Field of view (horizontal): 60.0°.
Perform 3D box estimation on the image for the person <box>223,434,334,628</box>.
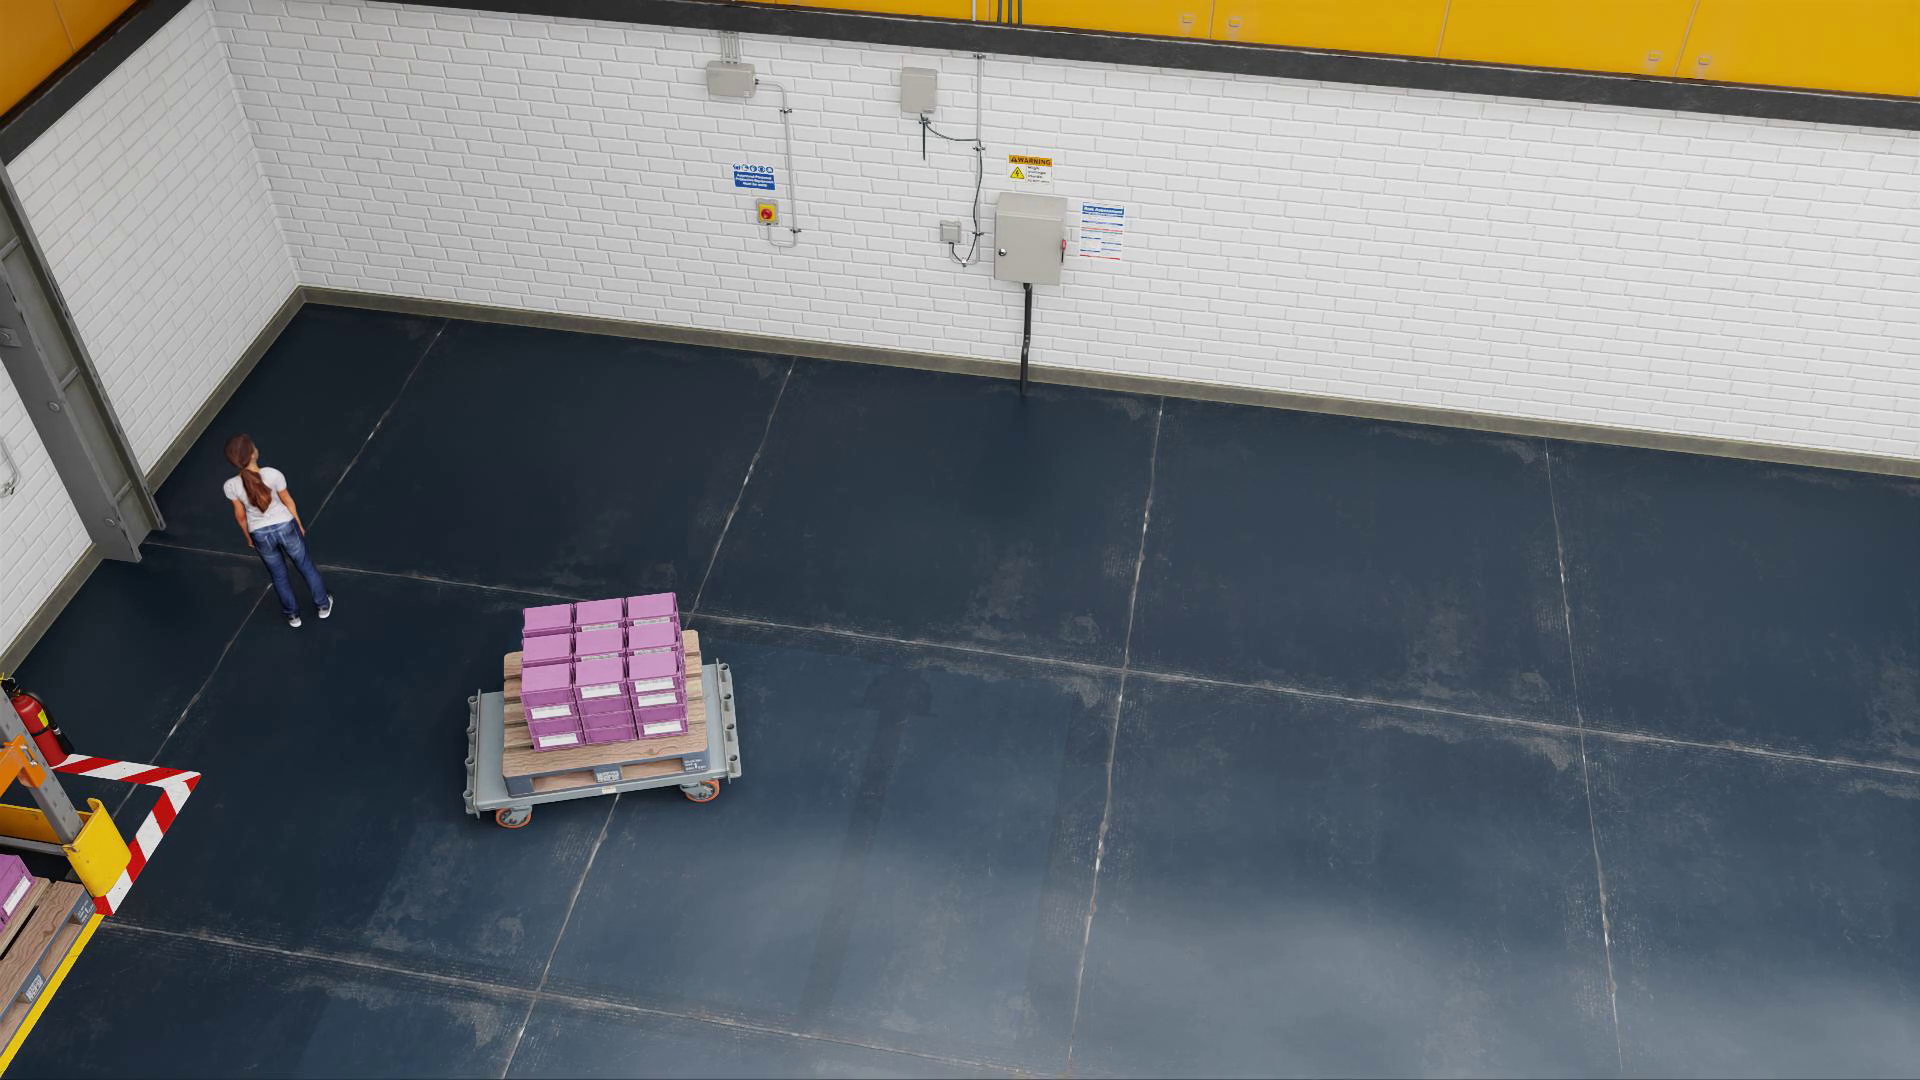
[{"bbox_3d":[-4.519,-0.068,10.958,0.630,1.562,0.660,-14,45,-14],"label":"person"}]
